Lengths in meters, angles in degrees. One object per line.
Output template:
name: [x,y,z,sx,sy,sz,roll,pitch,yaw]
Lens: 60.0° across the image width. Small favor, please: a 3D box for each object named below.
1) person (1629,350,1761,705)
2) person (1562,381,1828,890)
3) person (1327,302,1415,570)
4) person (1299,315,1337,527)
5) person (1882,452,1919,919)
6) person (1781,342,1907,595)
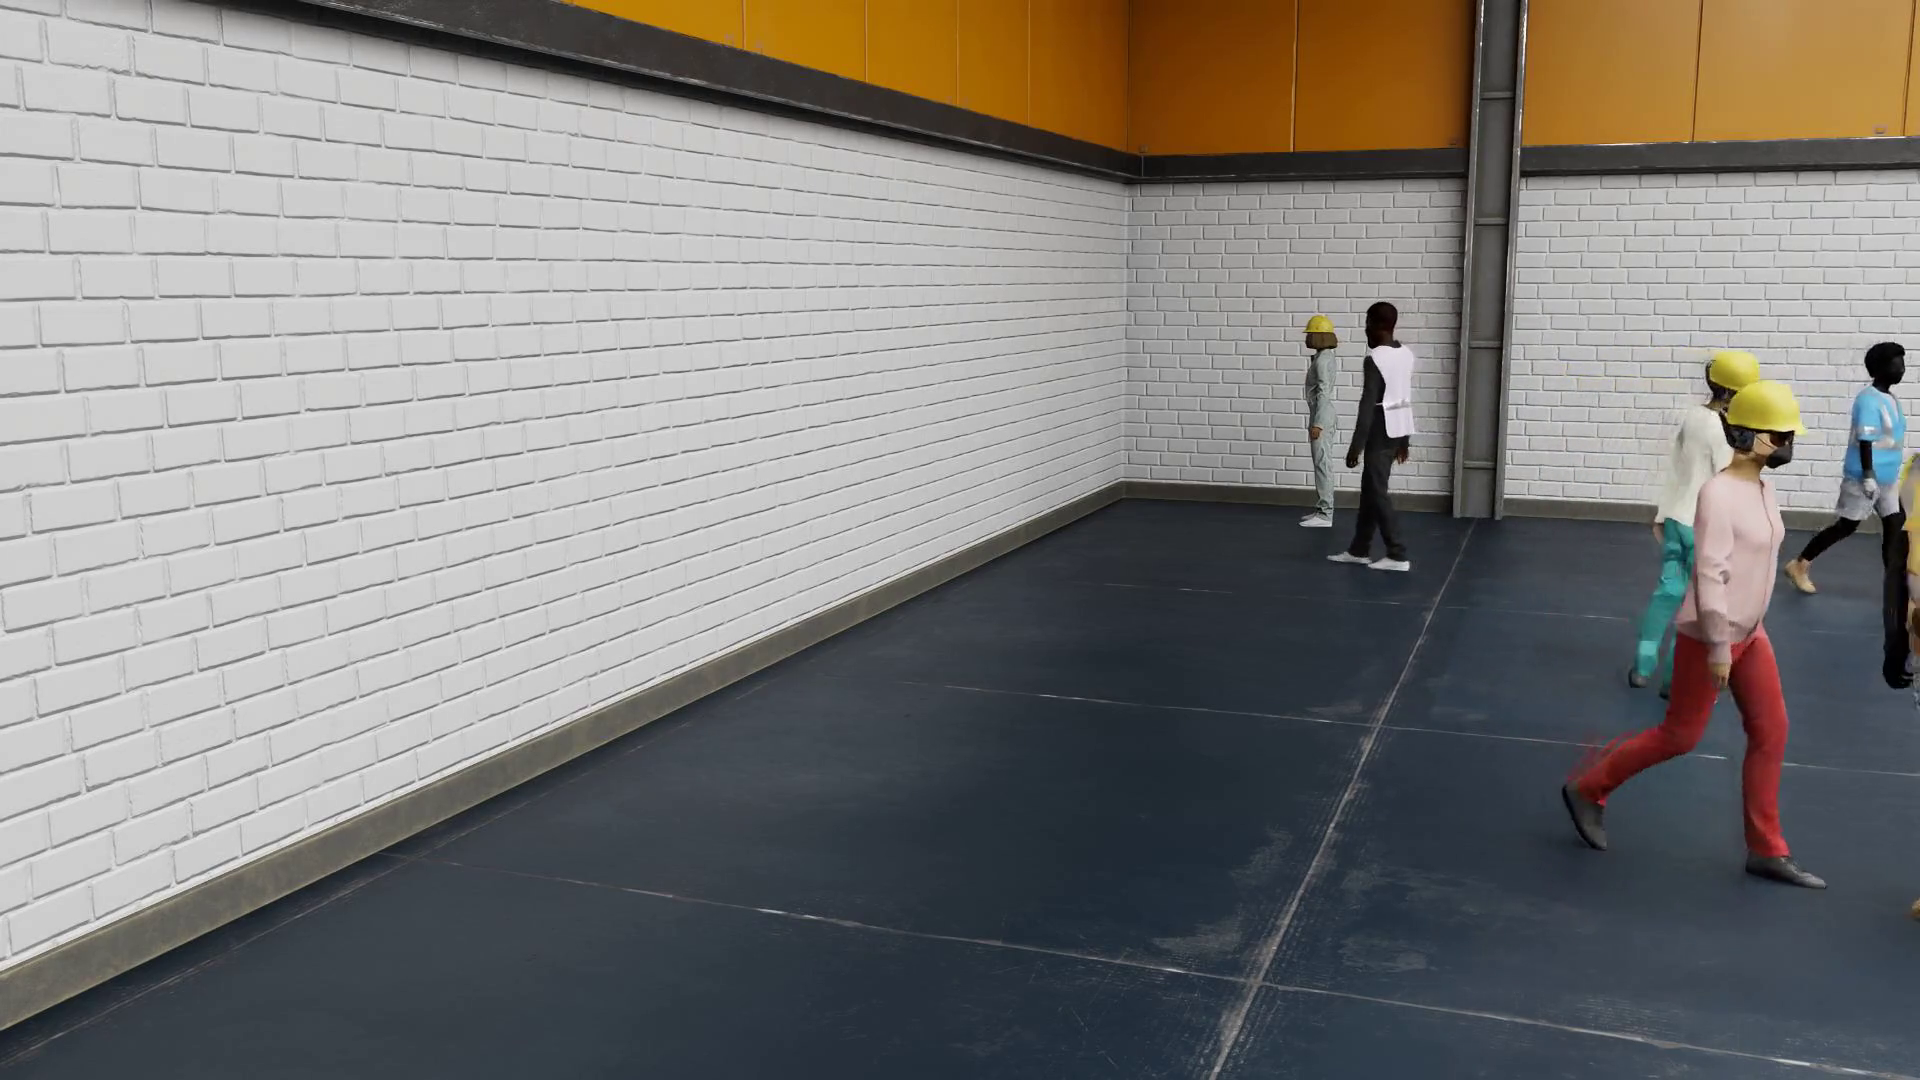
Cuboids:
person: [3.566,-0.070,8.103,0.417,1.719,0.682,0,9,-2]
person: [2.562,0.301,5.752,0.521,1.728,0.836,-9,13,-44]
person: [2.933,-0.726,11.752,0.576,1.910,0.621,6,11,34]
person: [2.956,-0.980,13.743,0.317,1.742,0.492,3,9,16]
person: [3.158,0.350,5.171,0.499,1.817,0.641,-3,9,-16]
person: [5.708,-0.427,10.519,0.531,1.669,0.826,-8,12,-40]
